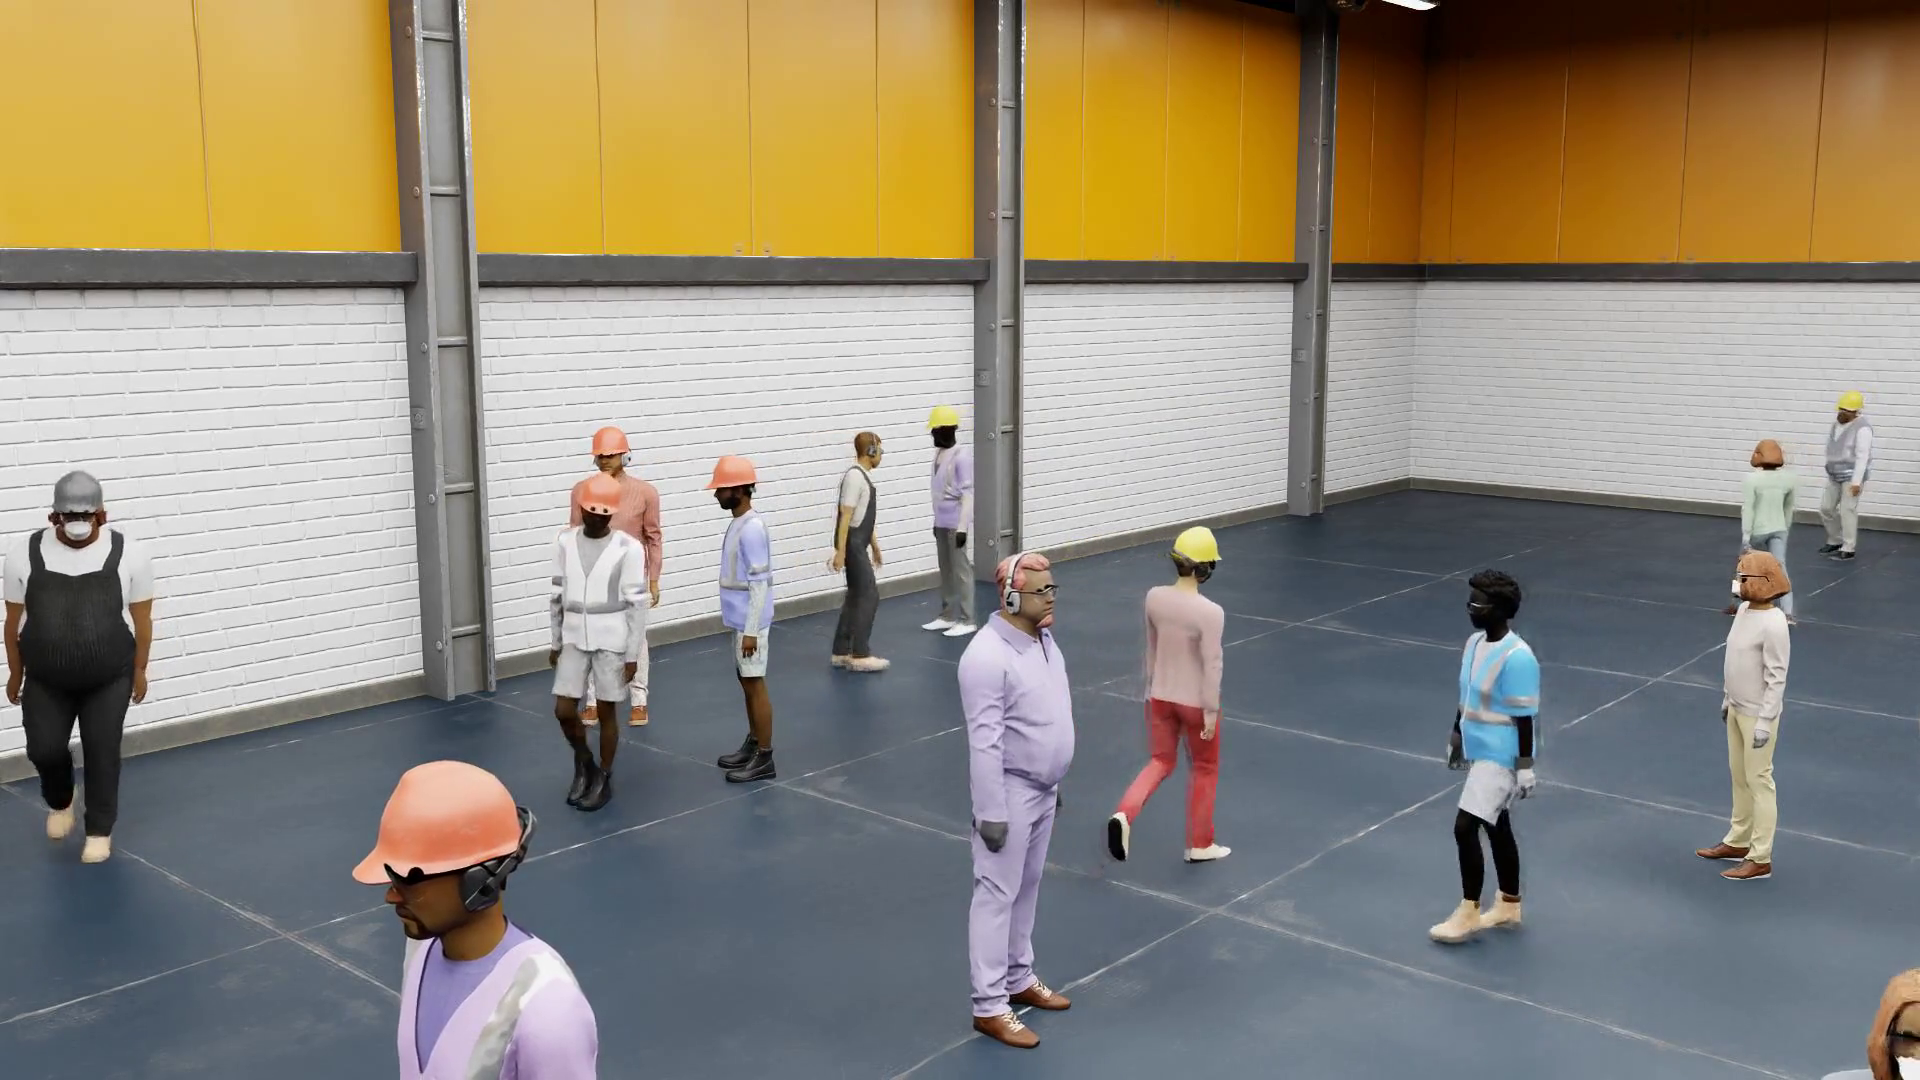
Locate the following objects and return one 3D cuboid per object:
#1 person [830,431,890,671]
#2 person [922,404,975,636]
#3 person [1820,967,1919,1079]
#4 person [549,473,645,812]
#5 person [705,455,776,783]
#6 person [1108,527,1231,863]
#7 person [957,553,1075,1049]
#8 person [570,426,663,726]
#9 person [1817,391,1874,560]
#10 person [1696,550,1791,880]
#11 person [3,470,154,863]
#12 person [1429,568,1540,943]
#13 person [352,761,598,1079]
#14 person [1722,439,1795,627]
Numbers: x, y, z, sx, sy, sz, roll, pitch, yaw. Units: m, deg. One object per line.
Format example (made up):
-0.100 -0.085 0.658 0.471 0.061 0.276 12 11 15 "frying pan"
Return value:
-0.749 0.086 12.601 0.543 1.798 0.603 0 9 -2 "person"
-0.094 -0.165 13.755 0.383 1.924 0.594 -4 10 -24 "person"
2.029 1.630 3.481 0.497 1.604 0.743 8 12 41 "person"
-2.012 0.571 9.171 0.586 1.912 0.443 2 9 10 "person"
-1.292 0.460 9.802 0.377 1.932 0.552 -2 9 -15 "person"
1.068 0.797 8.290 0.664 1.741 0.525 -8 12 -42 "person"
0.248 0.994 6.536 0.404 1.910 0.639 4 10 25 "person"
-2.272 0.242 10.979 0.613 1.995 0.391 1 9 3 "person"
9.205 -0.662 17.295 0.445 1.792 0.614 -1 9 -9 "person"
3.905 0.859 8.234 0.279 1.634 0.498 1 9 4 "person"
-4.450 0.624 8.437 0.707 2.000 0.576 -4 10 -23 "person"
2.295 0.962 7.427 0.614 1.674 0.559 -1 9 -5 "person"
-0.970 1.434 3.348 0.391 2.040 0.614 -9 12 -43 "person"
6.882 -0.060 14.175 0.508 1.597 0.873 -1 9 -5 "person"
